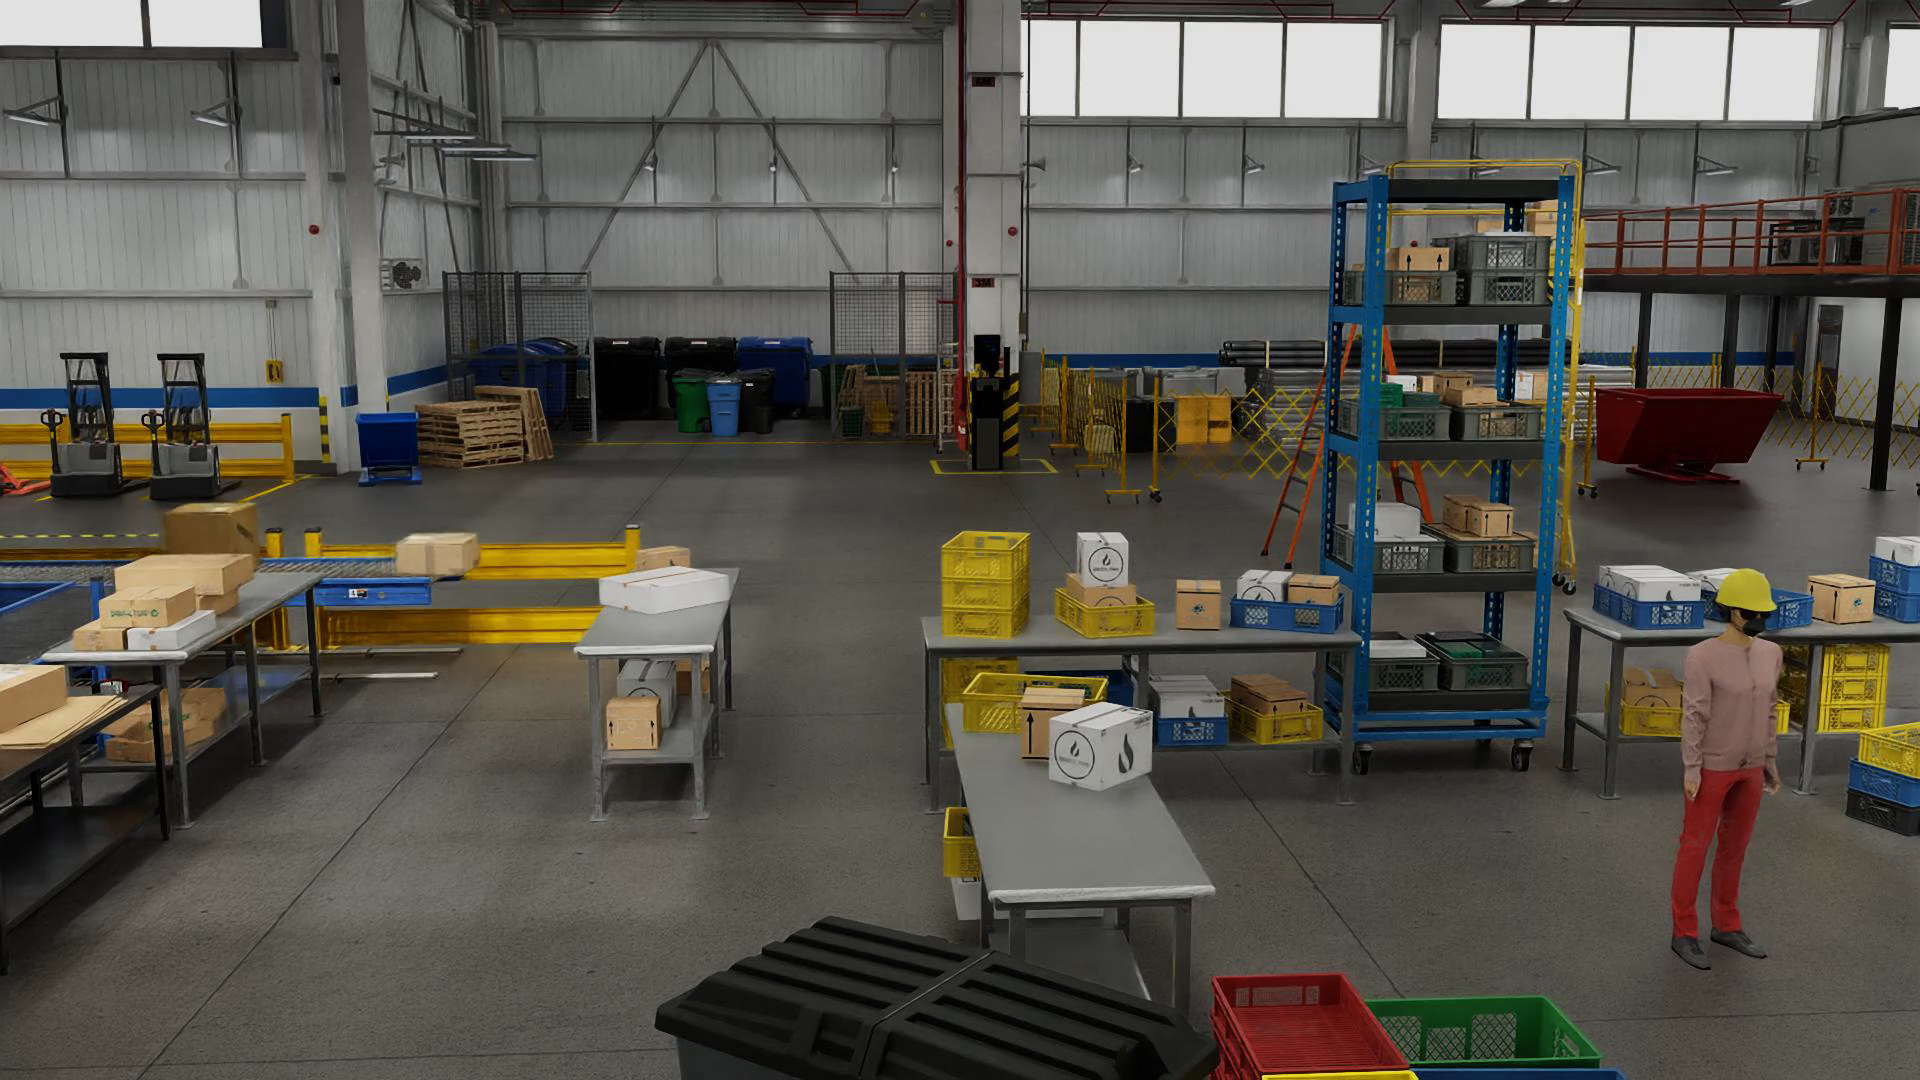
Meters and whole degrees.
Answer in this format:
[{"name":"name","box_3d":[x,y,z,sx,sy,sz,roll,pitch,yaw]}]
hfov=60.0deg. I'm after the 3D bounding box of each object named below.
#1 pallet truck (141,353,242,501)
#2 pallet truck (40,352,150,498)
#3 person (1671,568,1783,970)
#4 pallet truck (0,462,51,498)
[{"name":"pallet truck","box_3d":[-10.520,-1.604,22.925,0.823,1.965,1.885,-1,9,-6]},{"name":"pallet truck","box_3d":[-11.907,-1.642,23.165,0.823,1.965,1.885,0,9,0]},{"name":"person","box_3d":[3.393,0.996,7.325,0.524,1.769,0.309,-4,10,-21]},{"name":"pallet truck","box_3d":[-13.193,-1.293,23.148,0.653,1.274,1.630,-1,9,-4]}]
